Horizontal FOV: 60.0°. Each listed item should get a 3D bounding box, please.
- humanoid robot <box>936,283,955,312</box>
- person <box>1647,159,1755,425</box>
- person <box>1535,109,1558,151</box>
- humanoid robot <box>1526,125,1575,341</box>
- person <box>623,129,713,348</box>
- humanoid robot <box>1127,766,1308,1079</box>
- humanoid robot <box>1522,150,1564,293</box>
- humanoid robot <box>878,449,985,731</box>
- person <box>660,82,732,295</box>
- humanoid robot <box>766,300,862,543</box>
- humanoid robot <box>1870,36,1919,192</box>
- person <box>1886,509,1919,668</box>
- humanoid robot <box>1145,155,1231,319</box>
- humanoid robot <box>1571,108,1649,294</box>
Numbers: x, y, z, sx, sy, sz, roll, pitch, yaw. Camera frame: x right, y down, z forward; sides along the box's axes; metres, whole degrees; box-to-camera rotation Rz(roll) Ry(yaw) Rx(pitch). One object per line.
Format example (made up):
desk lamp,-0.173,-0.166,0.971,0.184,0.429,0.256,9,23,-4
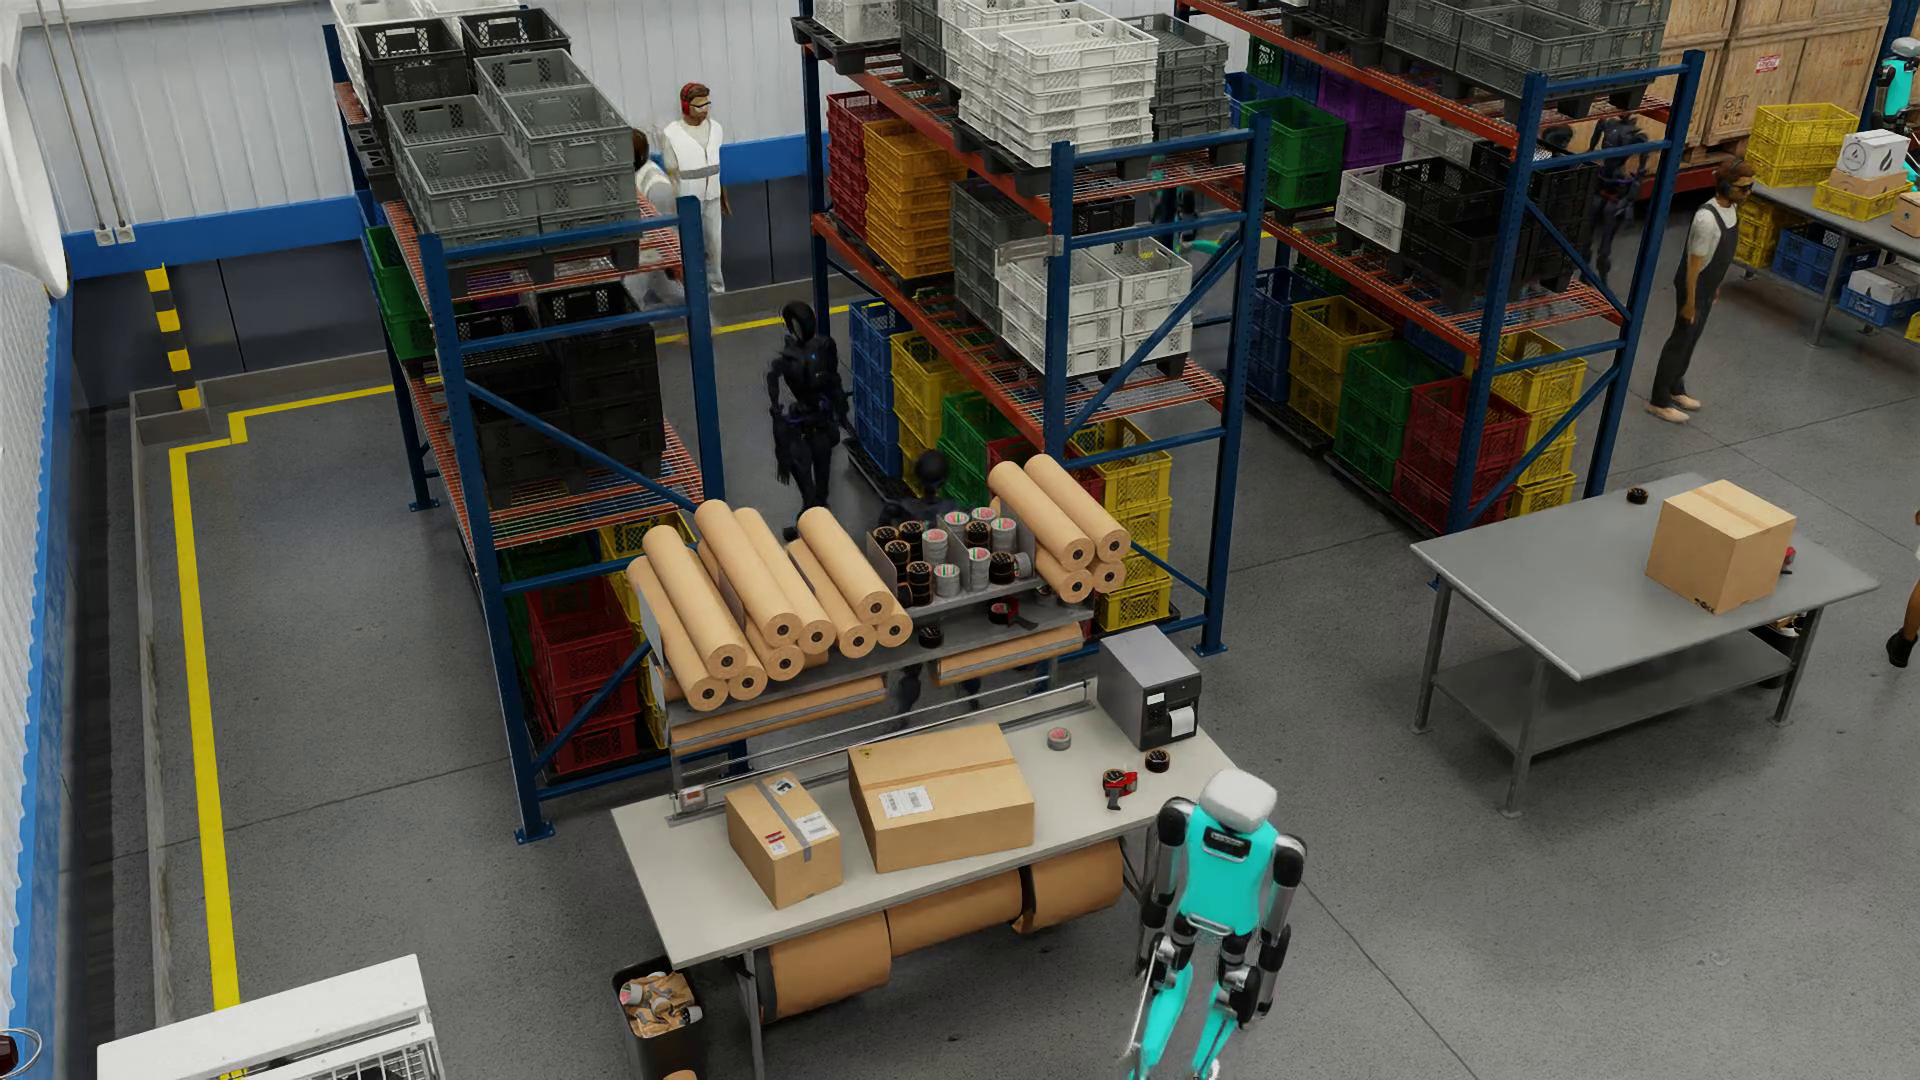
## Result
humanoid robot,-0.083,-2.018,11.920,0.471,1.629,0.625,11,33,18
person,4.980,-1.672,11.188,0.341,1.841,0.499,23,39,33
person,4.629,-3.001,13.425,0.351,1.758,0.521,23,39,33
humanoid robot,4.407,-2.266,12.318,0.462,1.646,0.609,11,33,17
person,-2.257,-2.116,11.972,0.986,1.778,0.666,-18,36,-26
humanoid robot,0.805,1.691,5.871,0.547,1.760,1.040,14,34,22
humanoid robot,3.750,-1.924,11.767,0.540,1.856,0.830,-16,35,-24
humanoid robot,-0.133,0.304,8.154,0.585,1.641,0.454,2,32,4
person,-1.997,-2.574,12.659,0.390,1.836,0.562,26,40,36
humanoid robot,-0.855,-0.619,9.633,0.335,1.650,0.600,25,40,35
humanoid robot,7.809,-3.243,13.705,0.533,1.681,0.735,-24,39,-33
person,5.278,-0.154,8.629,0.542,1.939,0.358,18,36,27
humanoid robot,1.709,-2.372,12.446,0.854,1.797,0.543,-16,35,-24
humanoid robot,5.062,-2.698,13.000,0.335,1.649,0.593,-19,36,-28
